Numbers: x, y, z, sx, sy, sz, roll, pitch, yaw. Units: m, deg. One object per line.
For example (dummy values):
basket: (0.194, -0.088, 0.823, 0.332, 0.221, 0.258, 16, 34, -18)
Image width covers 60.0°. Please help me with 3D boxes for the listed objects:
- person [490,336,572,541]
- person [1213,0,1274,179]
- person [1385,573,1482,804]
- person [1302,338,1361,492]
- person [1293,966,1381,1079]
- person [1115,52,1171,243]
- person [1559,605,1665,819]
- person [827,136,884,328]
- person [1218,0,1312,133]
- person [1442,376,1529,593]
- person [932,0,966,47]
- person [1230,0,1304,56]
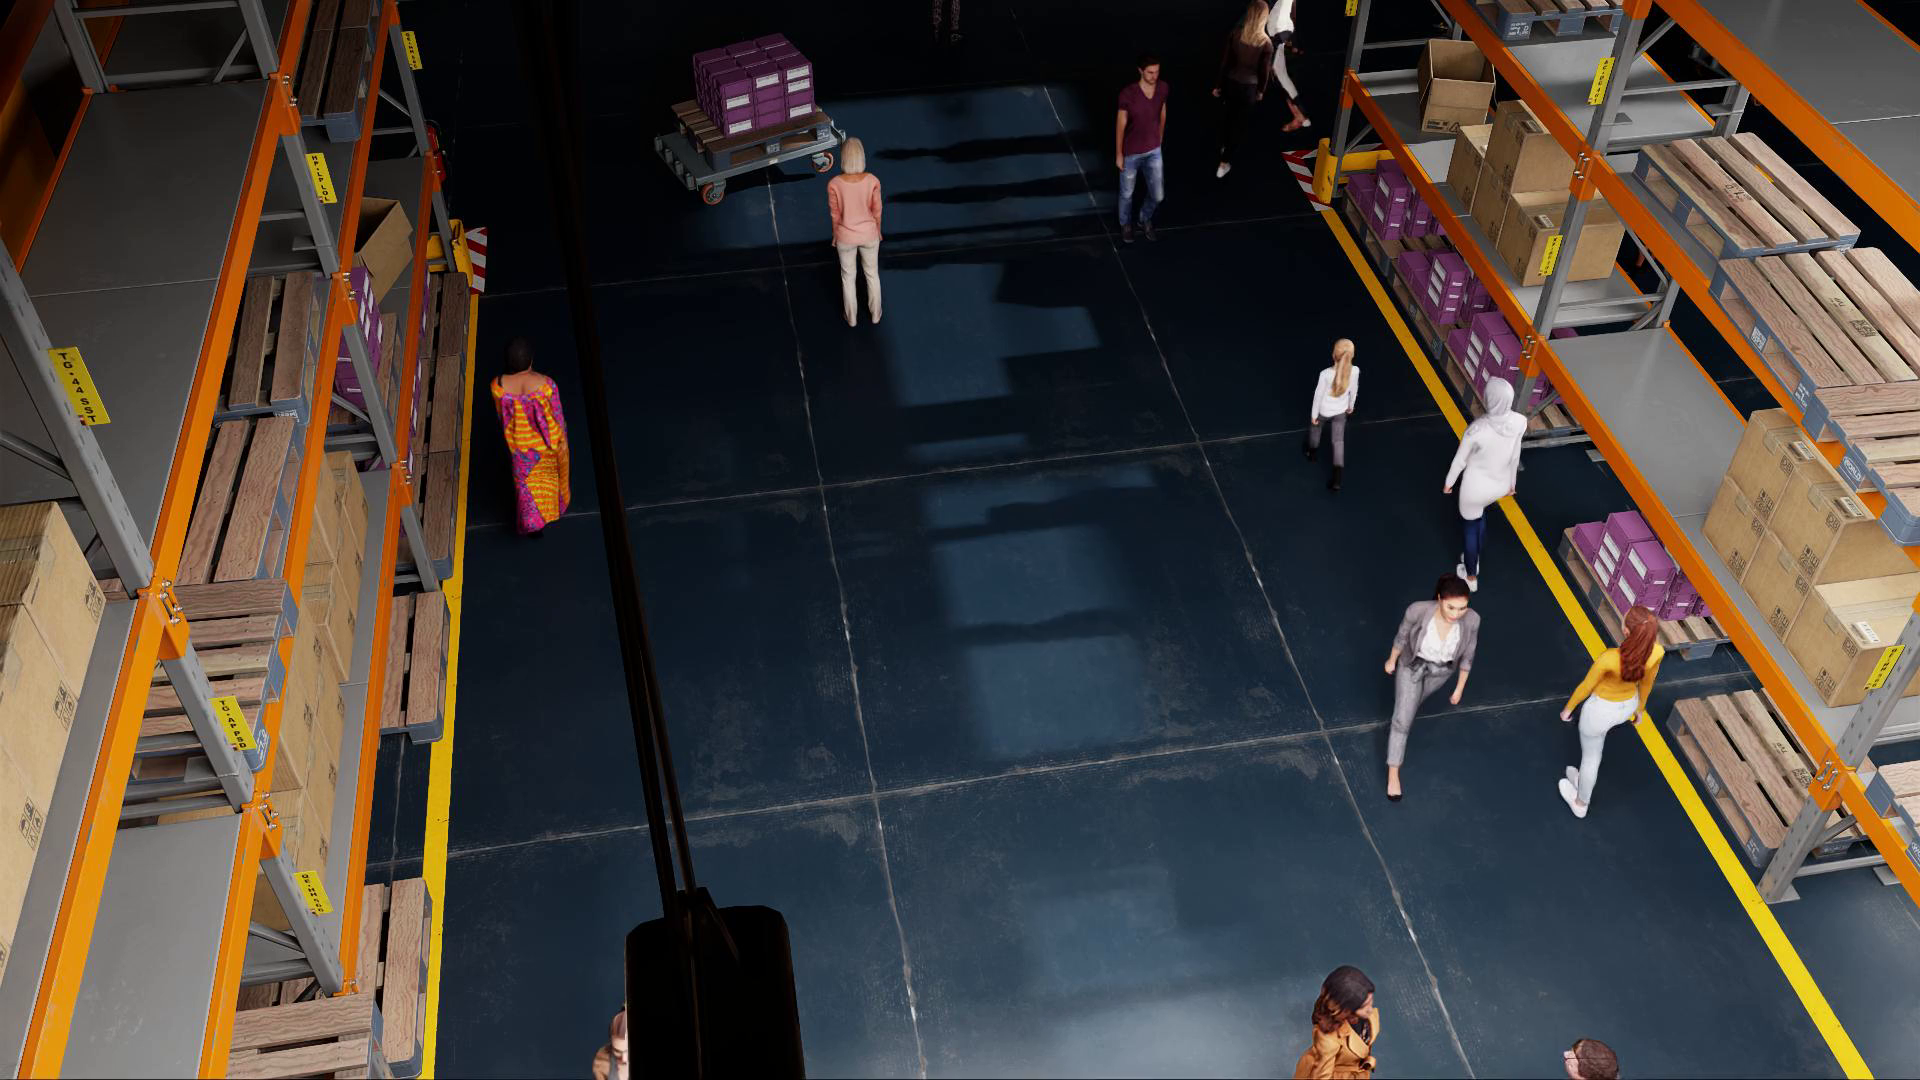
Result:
person: (-3.069, -0.727, 11.888, 0.670, 1.671, 0.990, -4, 44, -4)
person: (2.572, -4.142, 15.473, 0.882, 1.670, 0.949, 22, 48, 21)
person: (2.891, 0.758, 10.357, 0.830, 1.633, 1.142, 5, 44, 6)
person: (2.790, -0.928, 12.394, 0.529, 1.264, 0.894, -4, 44, -4)
person: (1.848, 2.664, 8.292, 0.826, 1.720, 0.780, 29, 51, 27)
person: (1.547, -3.502, 14.682, 0.681, 1.836, 0.675, -11, 45, -11)
person: (3.911, 1.094, 9.927, 0.632, 1.740, 0.601, -10, 44, -10)
person: (-0.859, -2.539, 13.751, 0.592, 1.724, 0.500, -7, 44, -7)
person: (3.118, -4.824, 16.059, 1.179, 1.849, 1.257, 17, 46, 17)
person: (3.611, -0.301, 11.377, 0.659, 1.759, 0.611, -7, 44, -8)
person: (-0.152, -6.041, 17.435, 0.682, 1.714, 0.724, 18, 46, 18)
person: (3.099, -5.796, 17.231, 1.065, 1.640, 1.101, 17, 46, 17)
